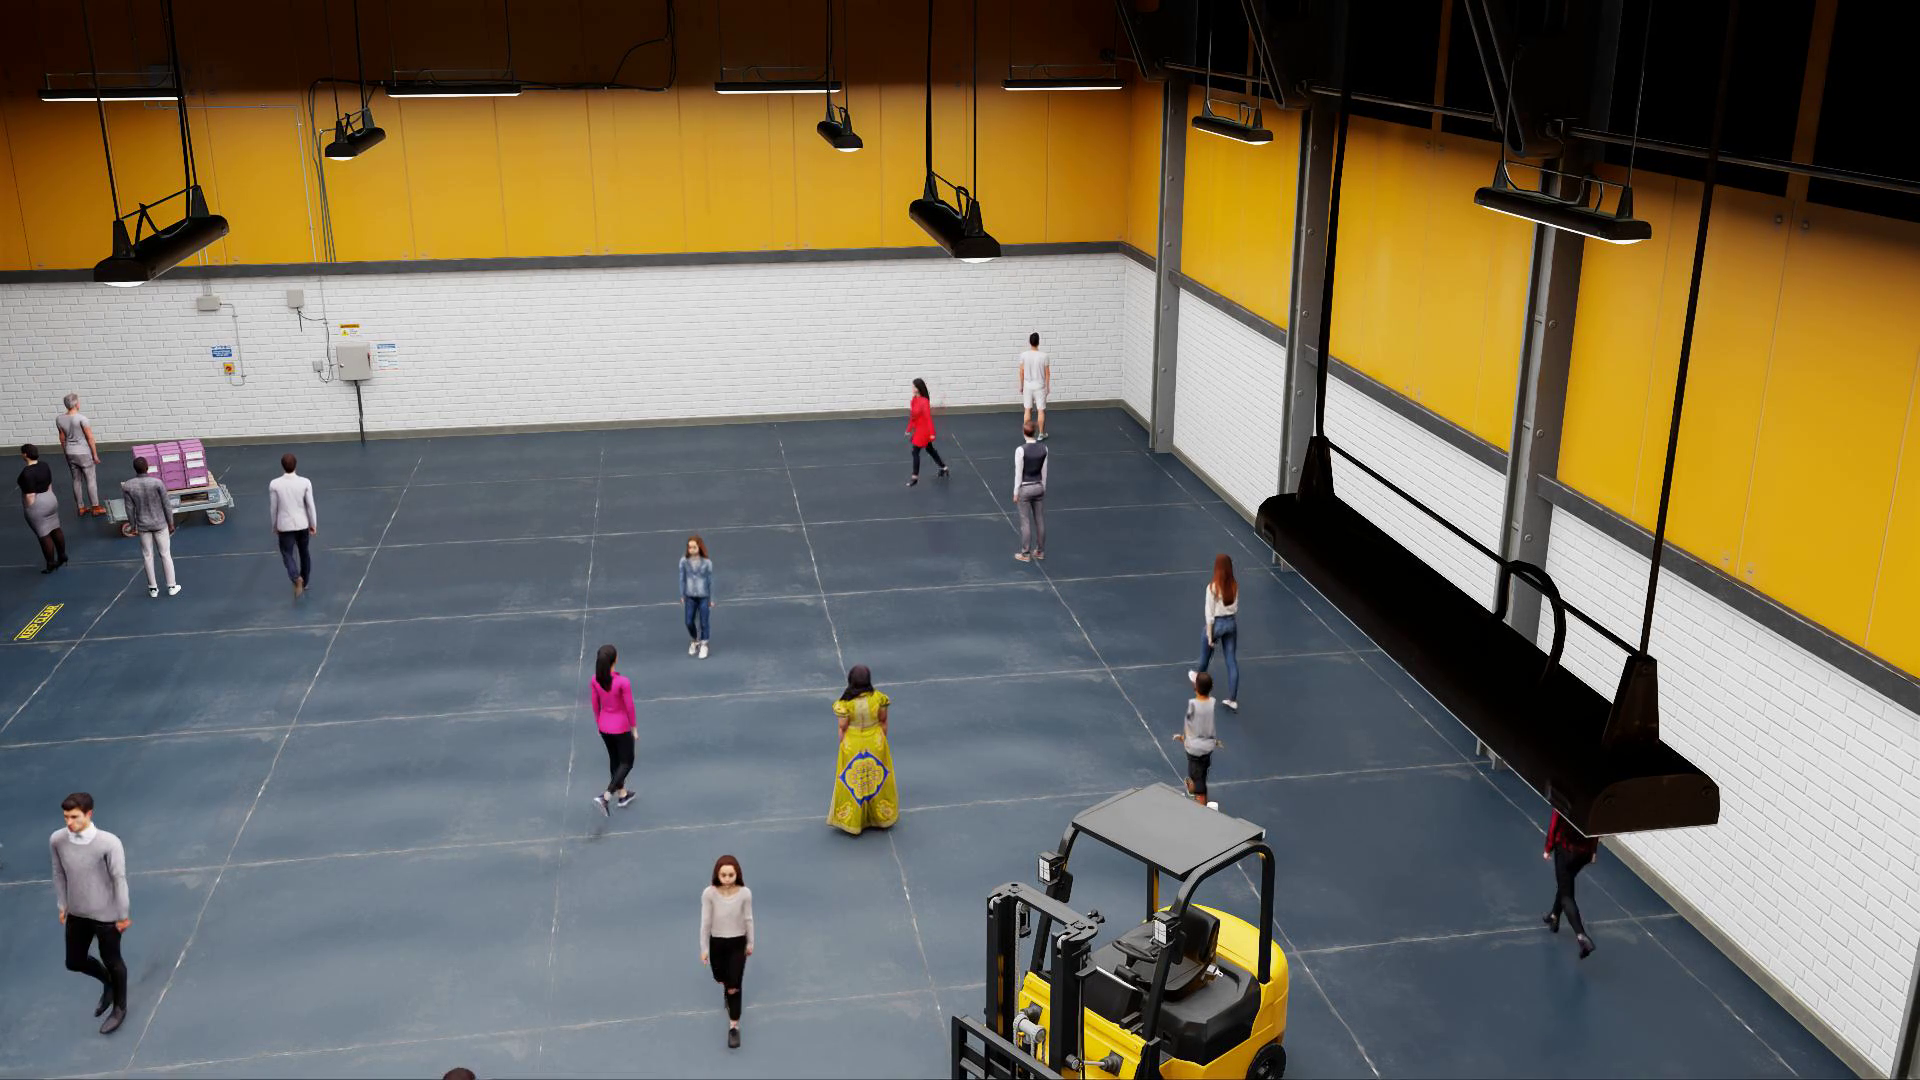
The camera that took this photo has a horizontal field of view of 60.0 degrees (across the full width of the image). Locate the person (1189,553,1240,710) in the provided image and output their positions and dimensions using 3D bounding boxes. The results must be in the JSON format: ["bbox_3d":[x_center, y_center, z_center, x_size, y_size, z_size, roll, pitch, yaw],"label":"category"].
[{"bbox_3d":[2.871,1.007,17.950,0.676,1.682,1.156,-6,19,-16],"label":"person"}]

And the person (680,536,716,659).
[{"bbox_3d":[-3.027,0.640,19.375,0.614,1.468,0.591,1,19,3],"label":"person"}]

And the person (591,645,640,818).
[{"bbox_3d":[-3.257,1.806,15.573,0.887,1.685,1.047,7,20,19],"label":"person"}]

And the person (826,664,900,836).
[{"bbox_3d":[-0.892,1.913,15.295,0.887,1.661,0.814,-6,19,-17],"label":"person"}]

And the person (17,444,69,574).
[{"bbox_3d":[-12.194,-0.429,22.094,0.793,1.758,0.649,1,19,4],"label":"person"}]

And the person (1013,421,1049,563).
[{"bbox_3d":[0.958,-0.675,22.542,0.722,1.939,0.663,-9,21,-26],"label":"person"}]

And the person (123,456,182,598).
[{"bbox_3d":[-10.322,-0.180,21.229,0.697,1.839,0.570,-5,19,-15],"label":"person"}]

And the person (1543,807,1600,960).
[{"bbox_3d":[4.972,2.575,13.381,0.574,1.627,1.024,-3,19,-10],"label":"person"}]

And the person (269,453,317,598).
[{"bbox_3d":[-8.496,-0.168,21.203,0.889,1.833,1.114,-9,21,-26],"label":"person"}]

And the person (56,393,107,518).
[{"bbox_3d":[-12.935,-1.252,24.431,0.757,1.828,0.688,3,19,9],"label":"person"}]

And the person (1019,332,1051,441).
[{"bbox_3d":[1.273,-2.632,28.486,0.765,1.855,0.733,4,19,13],"label":"person"}]

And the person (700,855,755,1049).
[{"bbox_3d":[-1.740,2.987,12.415,0.608,1.462,0.972,-1,19,-4],"label":"person"}]

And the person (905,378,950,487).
[{"bbox_3d":[-0.513,-1.671,25.882,0.873,1.695,1.019,-6,20,-18],"label":"person"}]

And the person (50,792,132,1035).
[{"bbox_3d":[-6.437,2.727,12.480,0.866,1.913,0.853,3,19,8],"label":"person"}]

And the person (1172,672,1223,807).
[{"bbox_3d":[2.281,1.917,15.650,0.586,1.426,0.964,-4,19,-11],"label":"person"}]
